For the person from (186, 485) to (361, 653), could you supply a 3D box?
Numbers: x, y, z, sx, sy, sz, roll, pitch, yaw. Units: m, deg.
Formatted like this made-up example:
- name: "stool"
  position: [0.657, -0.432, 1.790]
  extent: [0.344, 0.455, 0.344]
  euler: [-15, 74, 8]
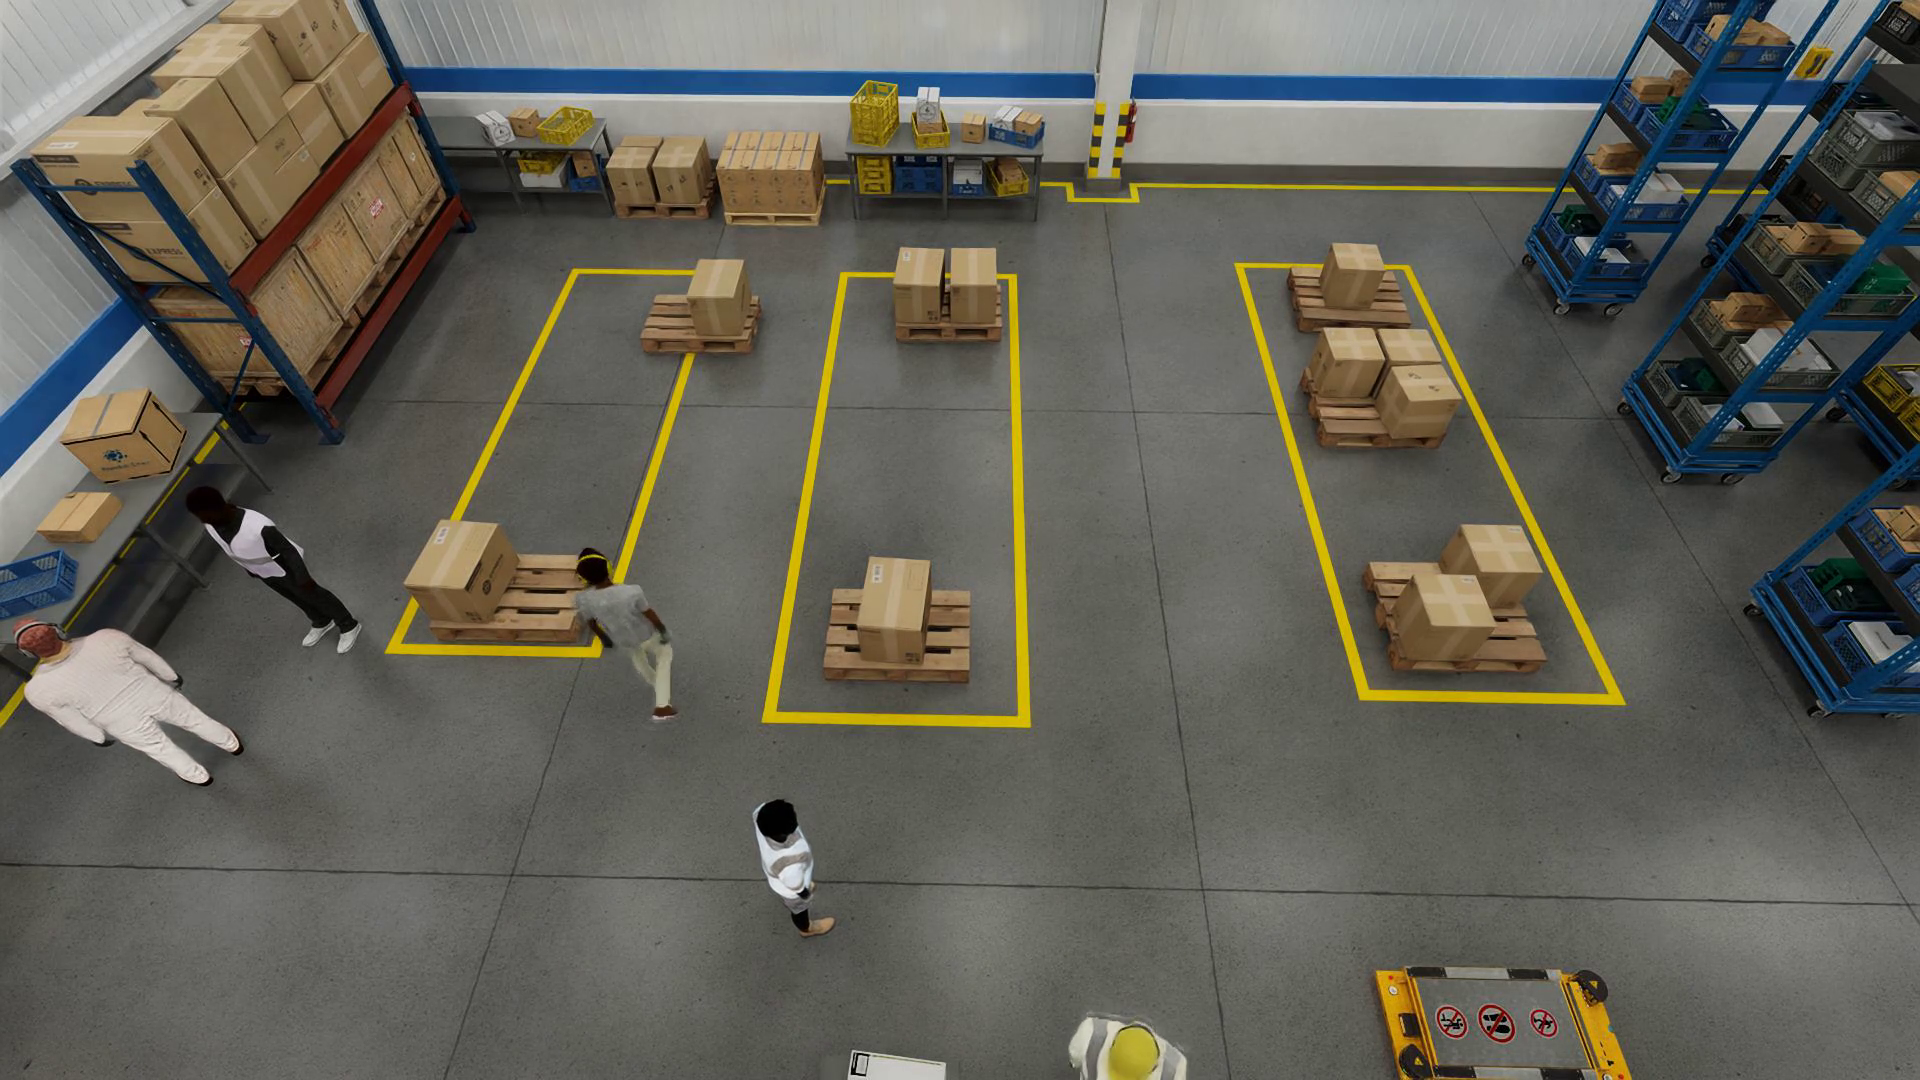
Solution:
- name: "person"
  position: [-5.392, 0.217, 7.238]
  extent: [0.587, 1.916, 0.390]
  euler: [11, 52, 9]

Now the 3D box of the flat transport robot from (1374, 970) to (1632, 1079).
- name: "flat transport robot"
  position: [3.501, 3.133, 5.914]
  extent: [1.431, 0.197, 0.652]
  euler: [1, 51, 1]

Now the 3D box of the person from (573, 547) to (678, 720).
- name: "person"
  position: [-2.455, 0.713, 6.872]
  extent: [0.544, 1.850, 0.596]
  euler: [-4, 51, -3]

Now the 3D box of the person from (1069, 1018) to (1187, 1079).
- name: "person"
  position: [0.855, 3.053, 4.988]
  extent: [0.610, 1.817, 0.599]
  euler: [11, 52, 9]

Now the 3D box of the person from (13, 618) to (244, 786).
- name: "person"
  position: [-5.883, 1.147, 6.485]
  extent: [0.405, 1.906, 0.653]
  euler: [21, 54, 16]

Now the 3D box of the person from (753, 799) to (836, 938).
- name: "person"
  position: [-1.081, 2.087, 5.850]
  extent: [0.320, 1.698, 0.538]
  euler: [-24, 55, -18]
